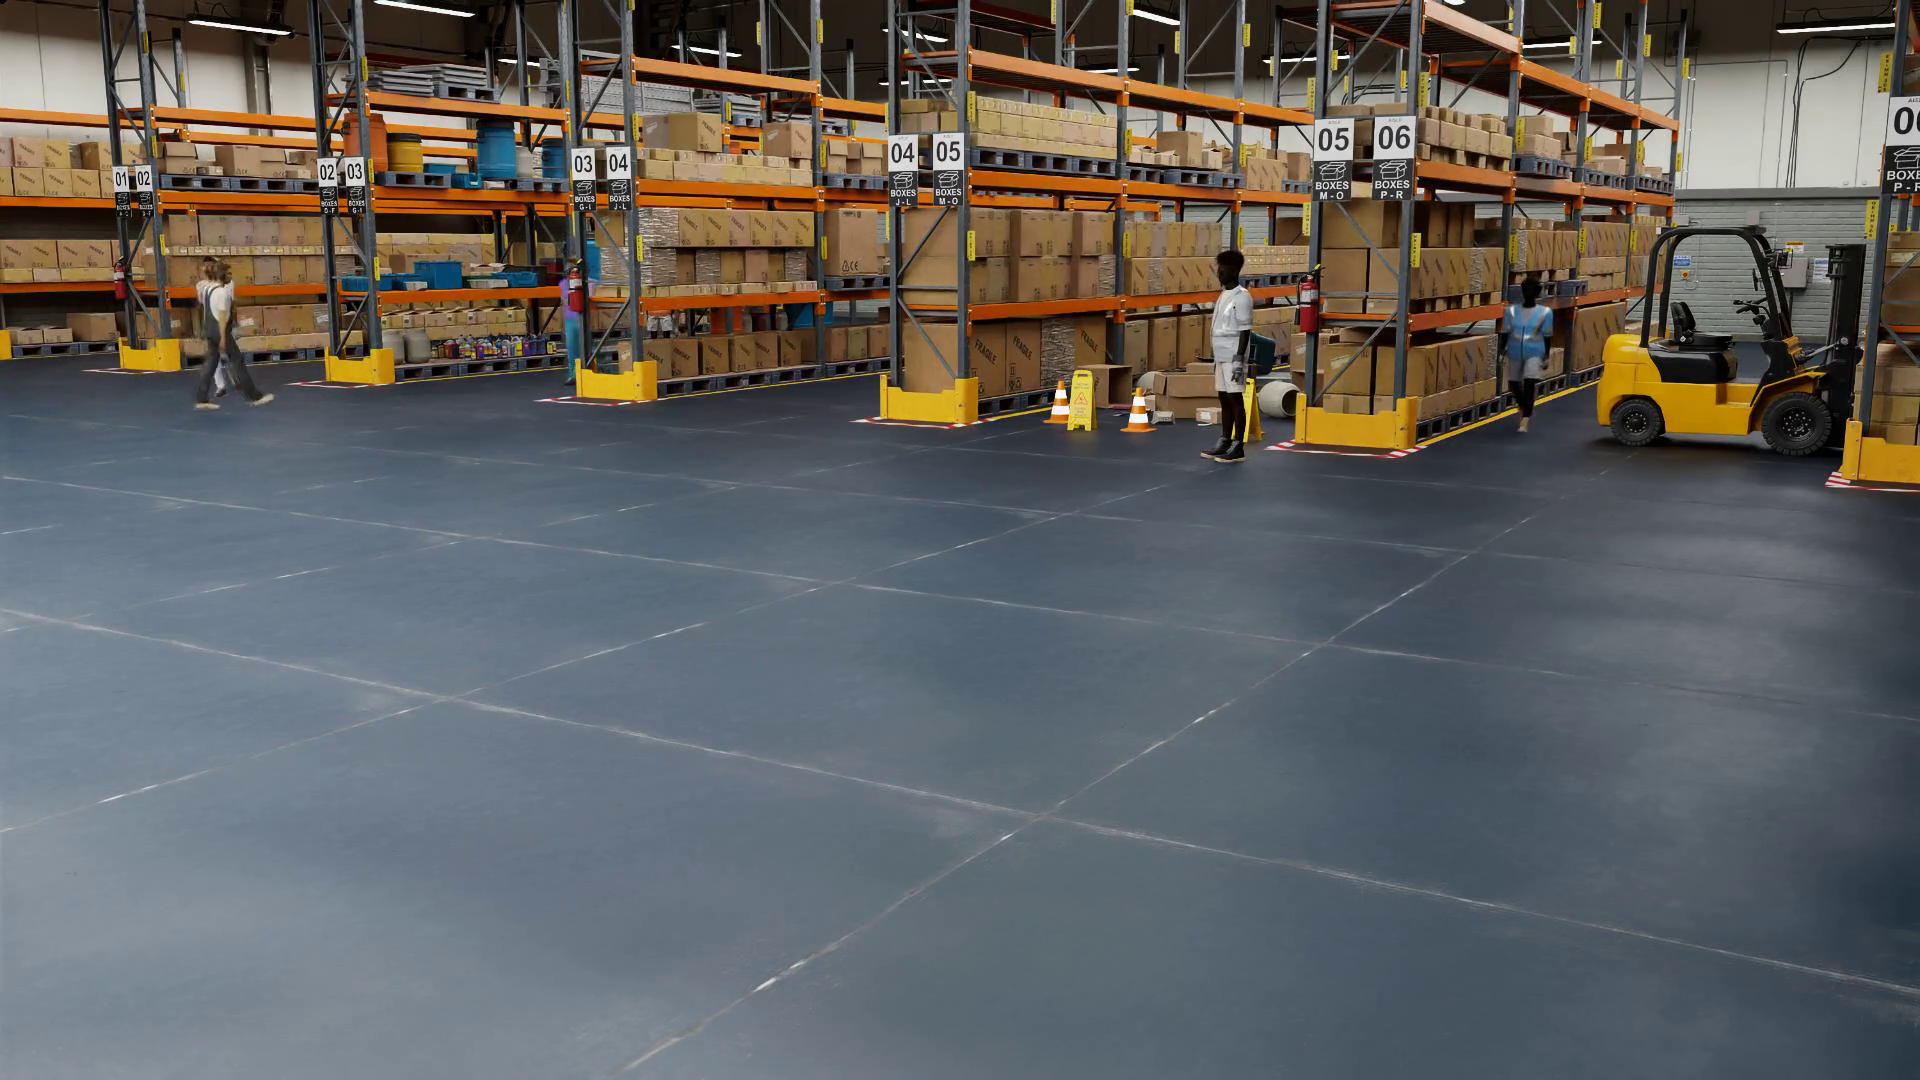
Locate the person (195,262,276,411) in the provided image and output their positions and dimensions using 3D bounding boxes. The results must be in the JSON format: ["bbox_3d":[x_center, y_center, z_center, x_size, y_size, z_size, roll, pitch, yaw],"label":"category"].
[{"bbox_3d":[-8.931,-2.477,20.263,0.515,1.793,0.951,9,14,43],"label":"person"}]

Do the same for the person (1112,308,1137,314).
[{"bbox_3d":[2.956,-4.183,29.563,0.706,1.884,0.428,-7,12,-33],"label":"person"}]

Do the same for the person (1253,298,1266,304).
[{"bbox_3d":[5.764,-4.701,32.402,0.672,1.907,0.589,-6,12,-28],"label":"person"}]

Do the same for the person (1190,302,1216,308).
[{"bbox_3d":[4.822,-4.774,32.905,0.579,1.873,0.415,8,13,40],"label":"person"}]

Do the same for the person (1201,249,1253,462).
[{"bbox_3d":[2.501,-1.706,15.453,0.368,1.967,0.602,-2,10,-13],"label":"person"}]

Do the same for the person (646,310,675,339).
[{"bbox_3d":[-4.982,-3.745,27.621,0.535,1.700,0.318,1,10,7],"label":"person"}]

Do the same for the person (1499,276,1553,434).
[{"bbox_3d":[6.111,-2.002,17.909,0.533,1.676,0.681,7,12,33],"label":"person"}]

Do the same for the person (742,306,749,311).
[{"bbox_3d":[-4.773,-5.334,35.969,0.572,1.892,0.892,0,10,0],"label":"person"}]

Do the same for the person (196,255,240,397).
[{"bbox_3d":[-9.823,-2.826,22.015,0.543,1.862,0.433,0,10,-1],"label":"person"}]

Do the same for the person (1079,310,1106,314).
[{"bbox_3d":[1.966,-3.585,25.769,0.679,2.000,1.001,6,12,28],"label":"person"}]

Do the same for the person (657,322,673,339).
[{"bbox_3d":[-5.888,-4.791,32.996,0.612,1.868,1.008,5,11,24],"label":"person"}]

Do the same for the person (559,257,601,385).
[{"bbox_3d":[-5.470,-3.141,23.857,0.589,1.829,0.624,4,11,21],"label":"person"}]

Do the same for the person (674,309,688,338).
[{"bbox_3d":[-5.849,-5.208,35.014,0.615,1.998,1.051,0,10,0],"label":"person"}]
